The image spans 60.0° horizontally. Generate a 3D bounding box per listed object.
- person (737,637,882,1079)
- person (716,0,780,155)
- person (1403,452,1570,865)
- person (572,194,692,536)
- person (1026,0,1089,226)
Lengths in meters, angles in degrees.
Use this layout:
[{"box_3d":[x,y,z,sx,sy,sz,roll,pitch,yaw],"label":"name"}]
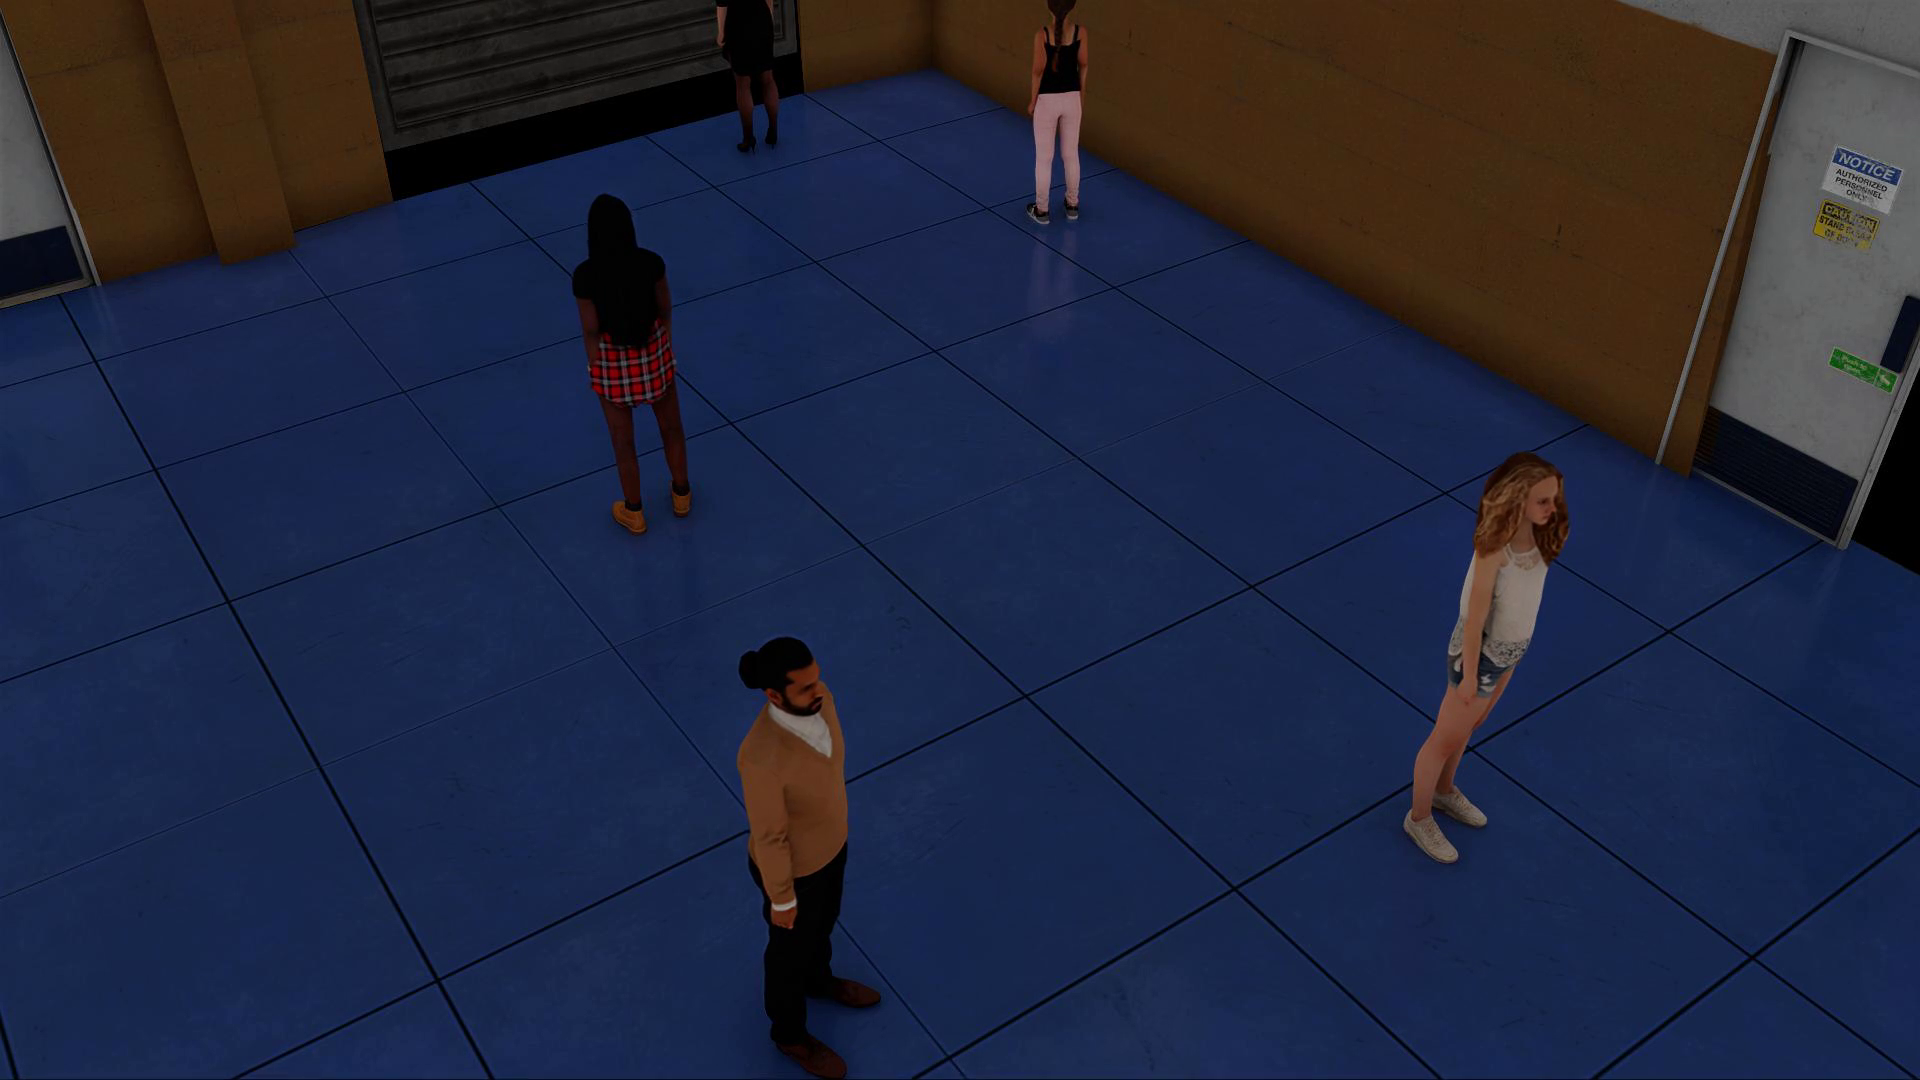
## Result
[{"box_3d":[-0.509,1.000,5.353,0.816,1.754,0.726,11,38,14],"label":"person"},{"box_3d":[-1.446,-3.476,11.344,0.437,1.705,0.653,-21,42,-25],"label":"person"},{"box_3d":[1.910,0.422,6.120,0.669,1.759,0.507,31,47,34],"label":"person"},{"box_3d":[-1.531,-0.810,7.788,0.556,1.728,0.694,-18,41,-22],"label":"person"},{"box_3d":[0.621,-2.764,10.526,0.542,1.565,0.654,-9,38,-12],"label":"person"}]
